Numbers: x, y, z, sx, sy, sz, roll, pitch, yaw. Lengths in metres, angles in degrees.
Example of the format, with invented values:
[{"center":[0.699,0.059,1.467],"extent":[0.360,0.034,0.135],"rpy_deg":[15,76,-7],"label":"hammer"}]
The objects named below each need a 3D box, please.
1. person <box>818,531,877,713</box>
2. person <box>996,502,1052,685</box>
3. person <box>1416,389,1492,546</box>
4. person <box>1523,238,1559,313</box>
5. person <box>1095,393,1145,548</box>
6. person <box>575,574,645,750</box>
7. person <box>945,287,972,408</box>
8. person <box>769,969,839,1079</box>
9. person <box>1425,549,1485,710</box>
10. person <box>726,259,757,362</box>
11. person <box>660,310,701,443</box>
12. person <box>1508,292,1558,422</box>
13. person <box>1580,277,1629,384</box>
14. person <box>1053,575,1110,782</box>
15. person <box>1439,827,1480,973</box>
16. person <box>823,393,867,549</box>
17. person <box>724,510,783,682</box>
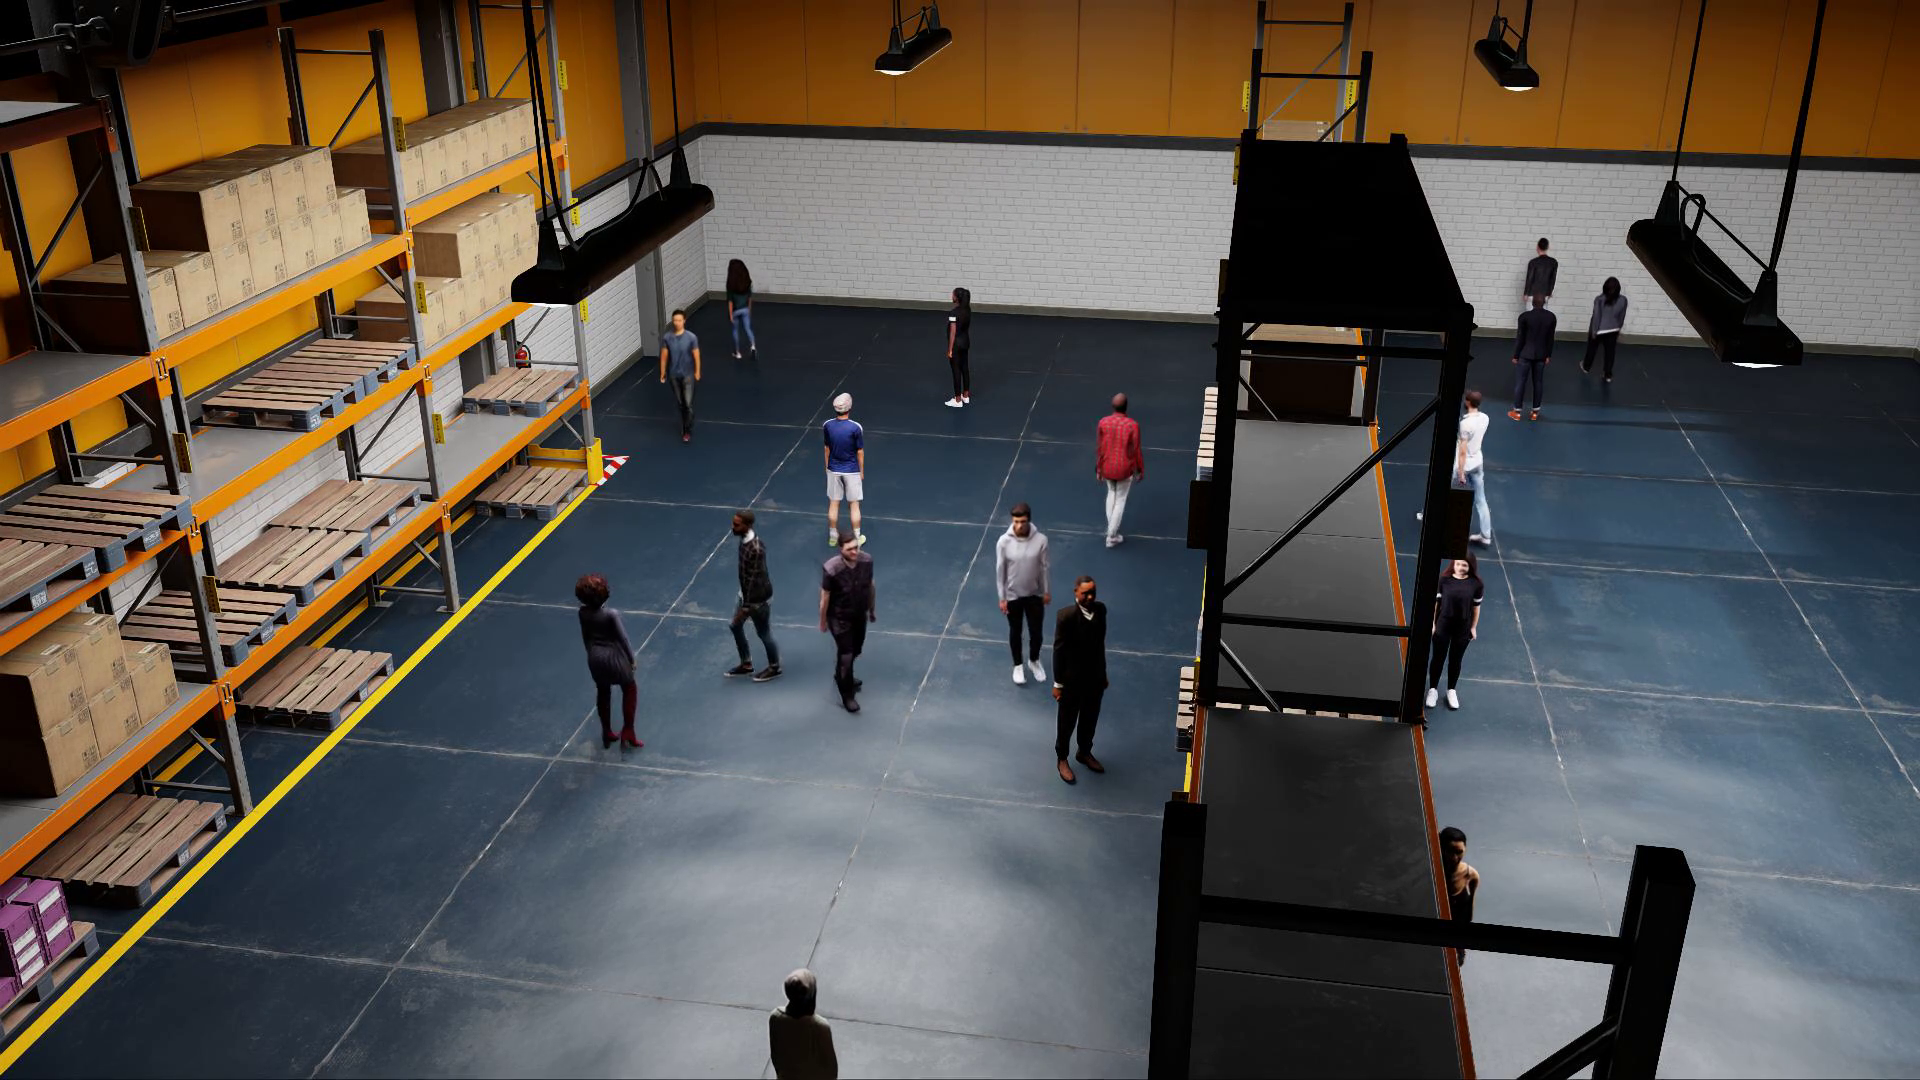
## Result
[{"center":[-1.097,0.706,15.708],"extent":[1.026,1.801,1.079],"rpy_deg":[-18,30,-36],"label":"person"},{"center":[0.598,0.470,16.108],"extent":[0.748,1.912,0.705],"rpy_deg":[-3,24,-6],"label":"person"},{"center":[5.927,-0.801,19.156],"extent":[1.171,1.801,1.252],"rpy_deg":[-15,28,-30],"label":"person"},{"center":[9.034,-3.807,25.988],"extent":[0.725,1.835,0.683],"rpy_deg":[-6,24,-12],"label":"person"},{"center":[1.791,-0.784,19.112],"extent":[0.812,1.805,0.915],"rpy_deg":[14,27,28],"label":"person"},{"center":[-3.153,1.101,14.933],"extent":[0.731,1.697,0.628],"rpy_deg":[14,27,29],"label":"person"},{"center":[-0.016,-2.766,23.740],"extent":[0.761,1.729,0.646],"rpy_deg":[15,28,31],"label":"person"},{"center":[-0.932,3.264,10.050],"extent":[0.599,1.645,0.542],"rpy_deg":[8,25,17],"label":"person"},{"center":[4.649,0.808,15.676],"extent":[0.590,1.638,0.565],"rpy_deg":[4,24,10],"label":"person"},{"center":[-3.354,-3.514,25.614],"extent":[0.952,1.599,1.062],"rpy_deg":[-13,27,-28],"label":"person"},{"center":[-3.755,-2.262,22.527],"extent":[0.688,1.777,1.036],"rpy_deg":[3,24,7],"label":"person"},{"center":[7.973,-2.564,23.165],"extent":[0.722,1.819,0.639],"rpy_deg":[1,24,2],"label":"person"},{"center":[9.616,-3.095,24.703],"extent":[0.754,1.560,1.032],"rpy_deg":[0,24,1],"label":"person"},{"center":[1.062,1.171,14.515],"extent":[0.801,1.904,0.836],"rpy_deg":[-13,27,-27],"label":"person"},{"center":[3.264,2.663,11.358],"extent":[0.580,1.698,1.045],"rpy_deg":[4,24,9],"label":"person"},{"center":[-1.330,-0.796,19.104],"extent":[0.636,1.833,0.562],"rpy_deg":[6,24,13],"label":"person"},{"center":[-1.882,0.537,16.098],"extent":[0.949,1.798,0.893],"rpy_deg":[-11,26,-24],"label":"person"}]
